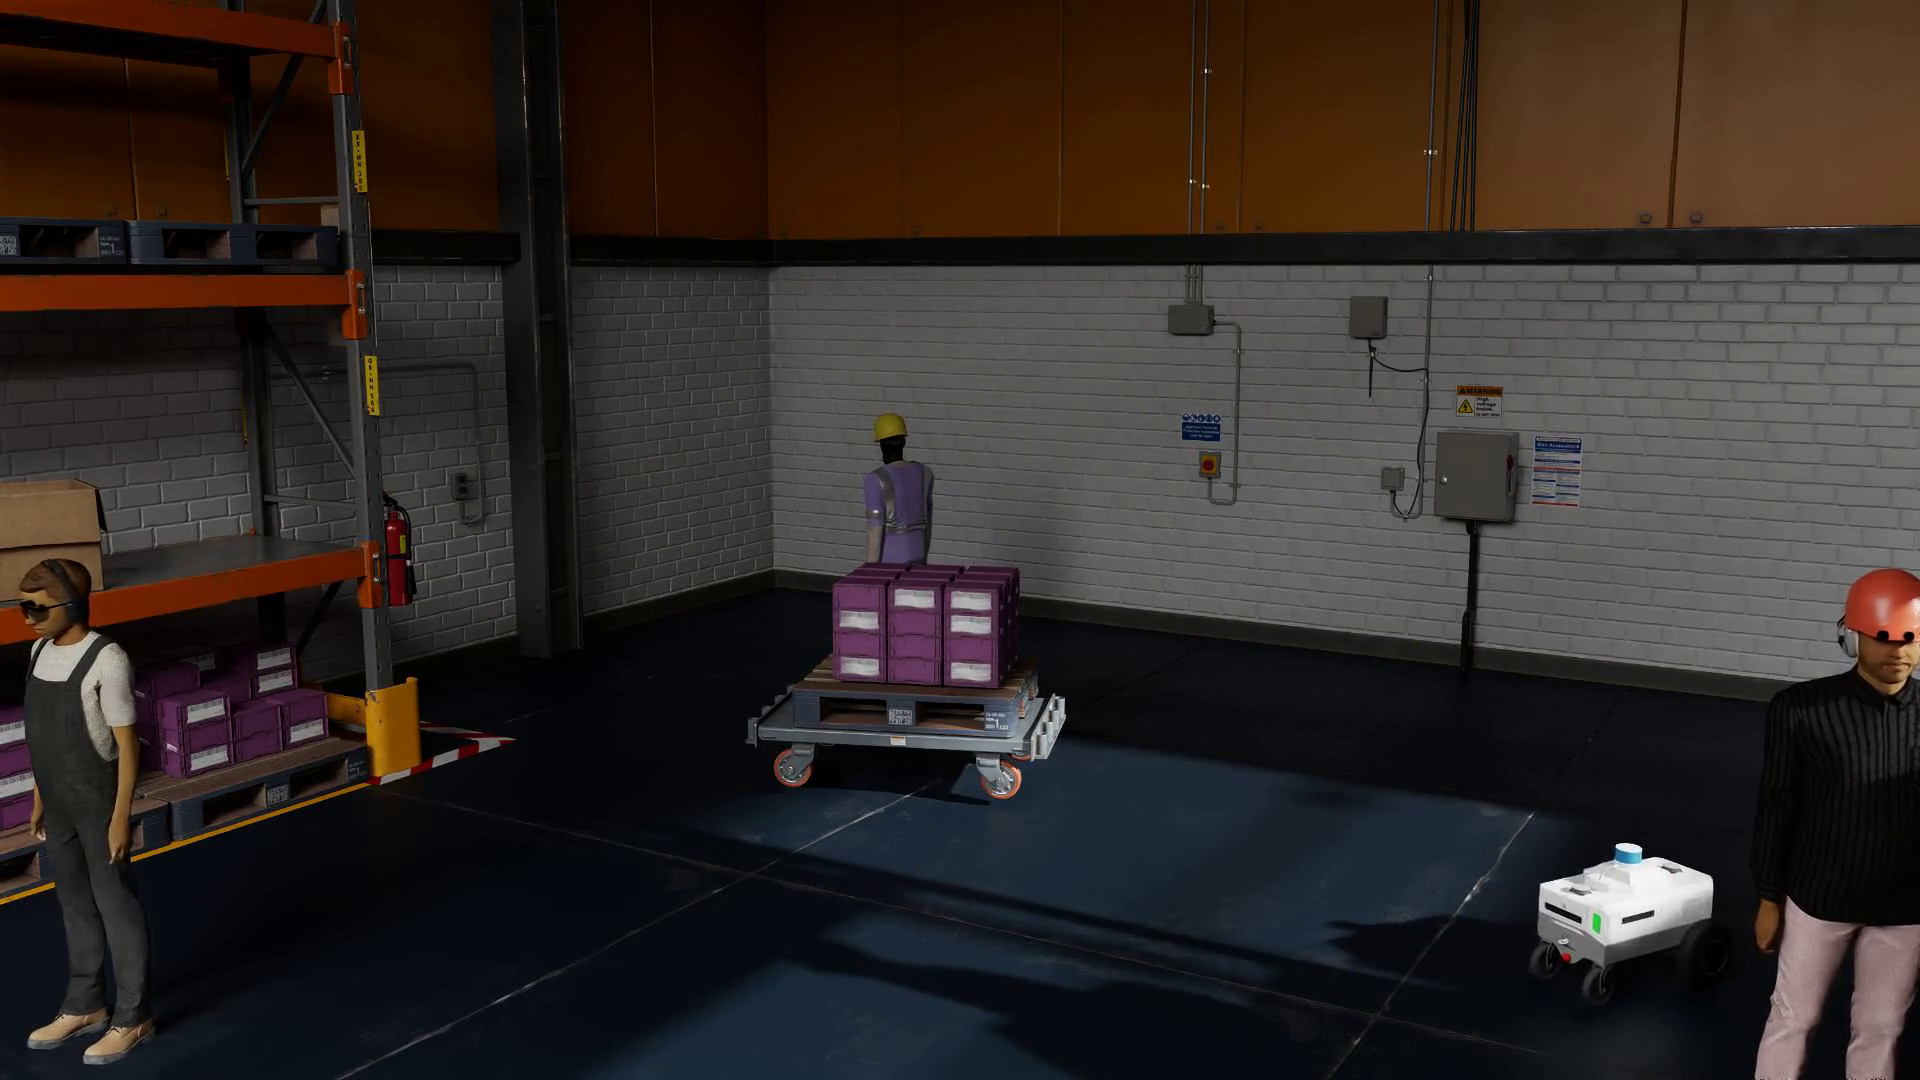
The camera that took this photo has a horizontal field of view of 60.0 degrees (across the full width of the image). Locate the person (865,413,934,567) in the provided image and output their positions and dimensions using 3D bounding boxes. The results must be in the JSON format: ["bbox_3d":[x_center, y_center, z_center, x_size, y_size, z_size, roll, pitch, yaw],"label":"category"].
[{"bbox_3d":[-0.427,0.122,11.039,0.382,1.920,0.585,9,13,43],"label":"person"}]

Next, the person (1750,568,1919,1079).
[{"bbox_3d":[2.674,1.062,4.933,0.613,1.994,0.395,1,9,7],"label":"person"}]

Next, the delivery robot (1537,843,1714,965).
[{"bbox_3d":[2.659,1.458,6.651,0.707,0.478,0.477,-5,10,-27],"label":"delivery robot"}]

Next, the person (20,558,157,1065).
[{"bbox_3d":[-3.172,0.968,6.011,0.504,1.840,0.345,4,10,26],"label":"person"}]
